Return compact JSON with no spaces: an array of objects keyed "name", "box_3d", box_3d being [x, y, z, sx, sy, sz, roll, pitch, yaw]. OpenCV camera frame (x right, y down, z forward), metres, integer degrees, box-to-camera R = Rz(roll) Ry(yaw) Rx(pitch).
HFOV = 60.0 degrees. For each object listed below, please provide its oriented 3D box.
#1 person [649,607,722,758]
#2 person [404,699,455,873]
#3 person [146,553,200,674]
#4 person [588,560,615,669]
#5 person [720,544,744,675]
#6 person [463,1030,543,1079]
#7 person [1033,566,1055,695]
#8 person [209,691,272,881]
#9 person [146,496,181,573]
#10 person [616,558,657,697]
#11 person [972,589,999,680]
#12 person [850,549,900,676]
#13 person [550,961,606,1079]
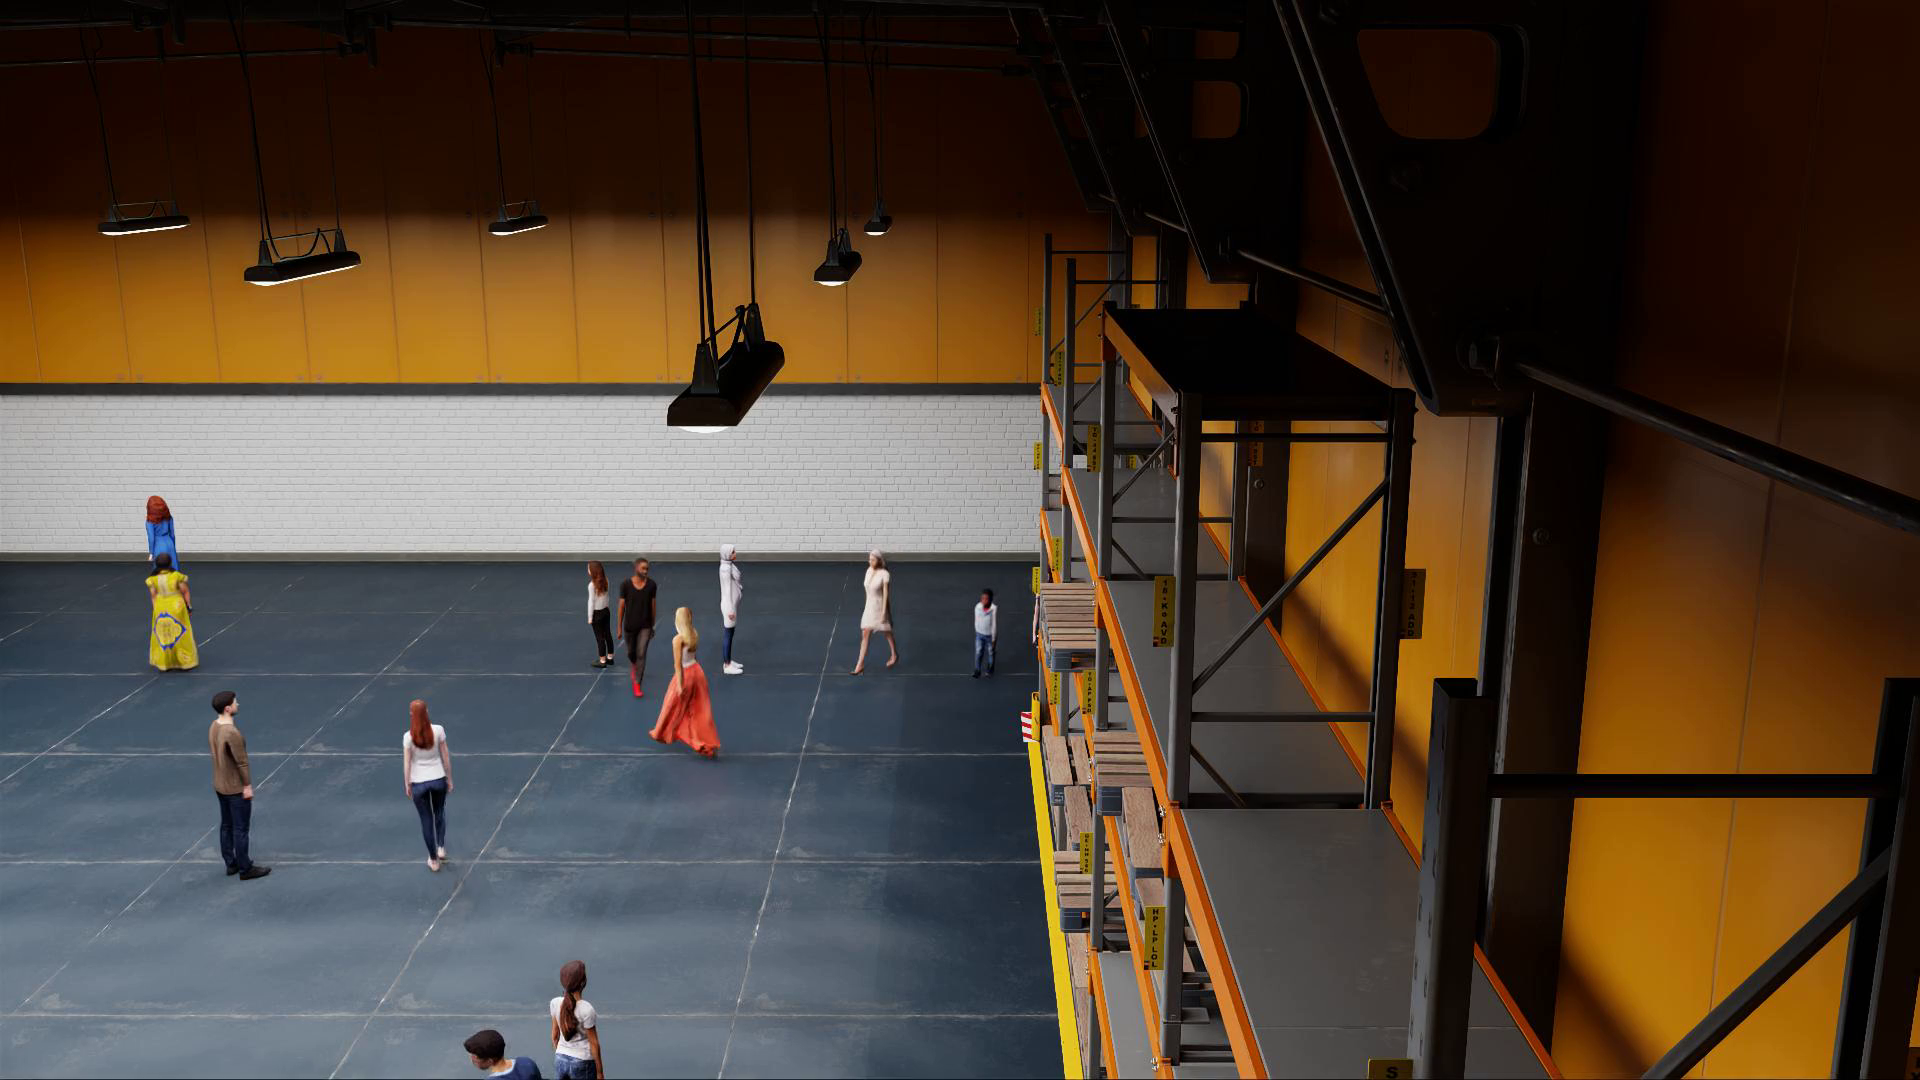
[{"name":"person","box_3d":[-3.072,1.690,19.306,1.150,1.741,1.292,8,16,29]},{"name":"person","box_3d":[-5.189,2.427,16.299,0.720,1.724,0.762,-8,16,-30]},{"name":"person","box_3d":[-10.634,0.974,22.432,0.875,1.661,0.783,-2,14,-9]},{"name":"person","box_3d":[-4.902,1.001,22.706,0.672,1.480,0.555,7,15,26]},{"name":"person","box_3d":[-3.107,0.913,22.439,0.679,1.775,0.463,0,14,-2]},{"name":"person","box_3d":[-2.667,3.827,10.332,0.794,1.810,0.898,-10,17,-36]},{"name":"person","box_3d":[1.166,1.175,21.435,0.675,1.740,0.707,10,17,35]},{"name":"person","box_3d":[-7.078,2.374,16.170,0.746,1.888,0.791,11,18,39]},{"name":"person","box_3d":[-12.058,0.223,25.182,0.770,1.827,0.673,8,16,30]},{"name":"person","box_3d":[-4.202,1.100,21.681,0.833,1.770,1.160,-2,14,-8]},{"name":"person","box_3d":[0.375,1.238,22.269,0.652,1.224,0.922,5,14,19]},{"name":"person","box_3d":[-1.040,0.978,22.380,1.107,1.678,1.217,11,18,39]},{"name":"person","box_3d":[-2.666,3.651,11.587,0.613,1.562,0.629,6,15,24]}]
